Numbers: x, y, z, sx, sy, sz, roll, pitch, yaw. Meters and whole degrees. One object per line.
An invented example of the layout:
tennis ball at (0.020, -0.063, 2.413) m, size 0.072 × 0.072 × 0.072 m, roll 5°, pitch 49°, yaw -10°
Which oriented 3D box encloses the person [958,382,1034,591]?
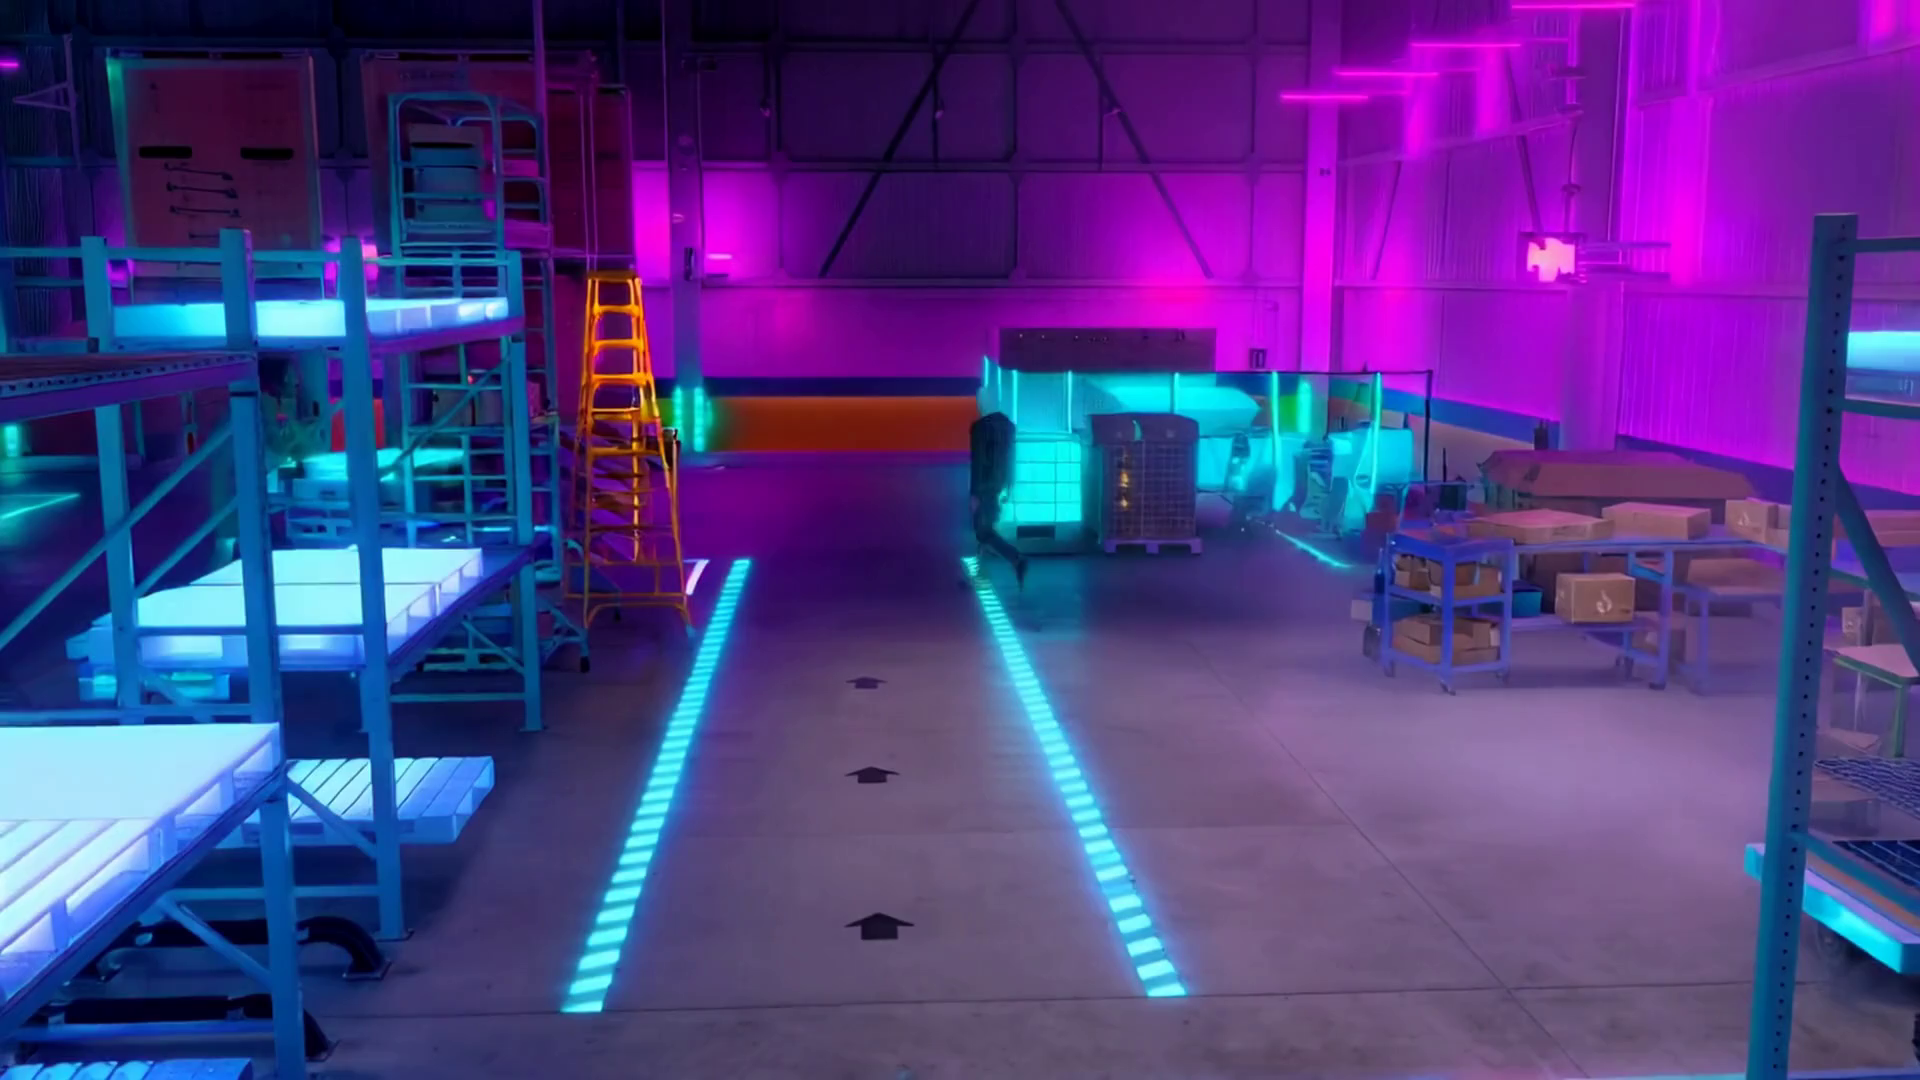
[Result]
person at (0.326, -0.459, 15.014) m, size 0.717 × 1.924 × 0.639 m, roll 5°, pitch 10°, yaw 28°

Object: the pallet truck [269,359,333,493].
pallet truck at (-7.062, -1.131, 18.996) m, size 1.885 × 1.965 × 0.823 m, roll 2°, pitch 9°, yaw 13°
